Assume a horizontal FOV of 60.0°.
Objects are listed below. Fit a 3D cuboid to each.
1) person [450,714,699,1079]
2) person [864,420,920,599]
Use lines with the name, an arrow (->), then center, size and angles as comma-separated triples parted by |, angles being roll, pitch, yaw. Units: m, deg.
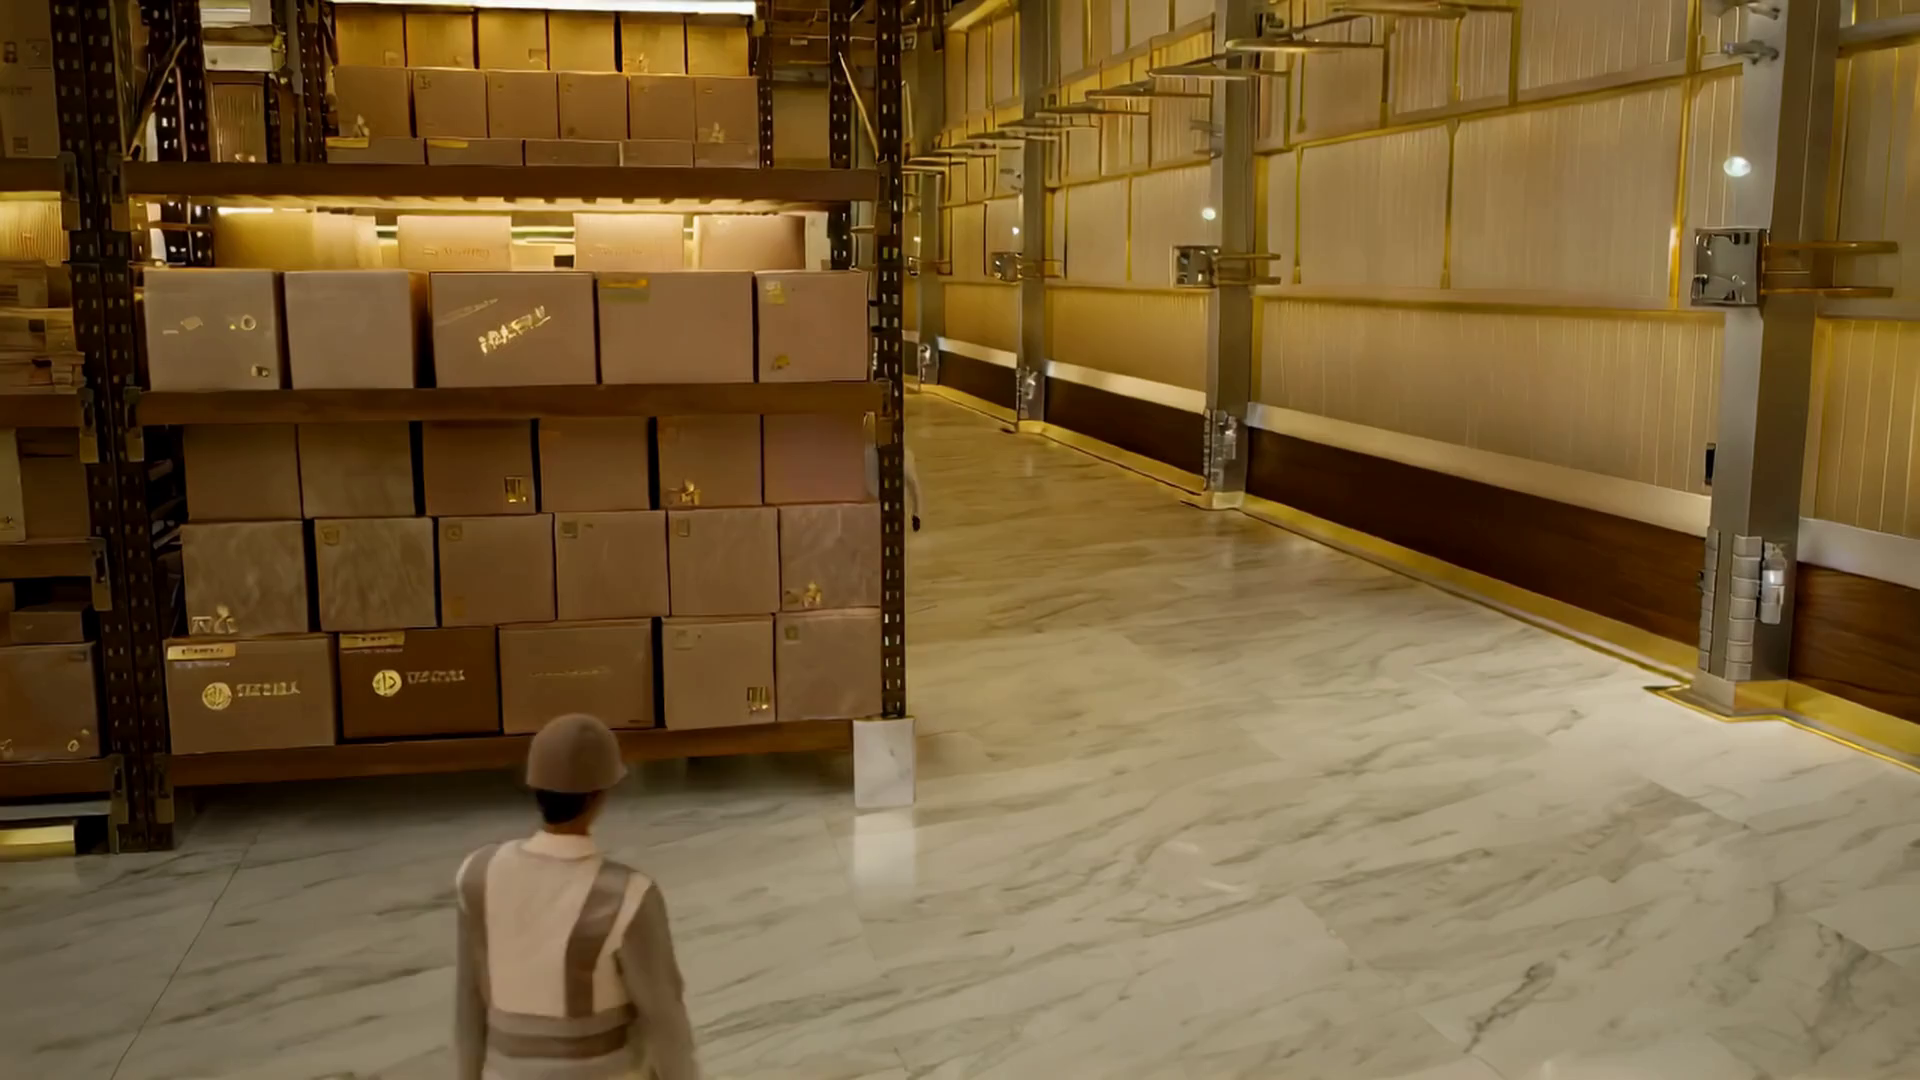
person -> -0.956, 1.380, 4.378 | 0.637, 1.889, 1.001 | 4, 10, 25
person -> -0.676, -0.274, 15.003 | 0.556, 1.718, 0.867 | -4, 10, -22
